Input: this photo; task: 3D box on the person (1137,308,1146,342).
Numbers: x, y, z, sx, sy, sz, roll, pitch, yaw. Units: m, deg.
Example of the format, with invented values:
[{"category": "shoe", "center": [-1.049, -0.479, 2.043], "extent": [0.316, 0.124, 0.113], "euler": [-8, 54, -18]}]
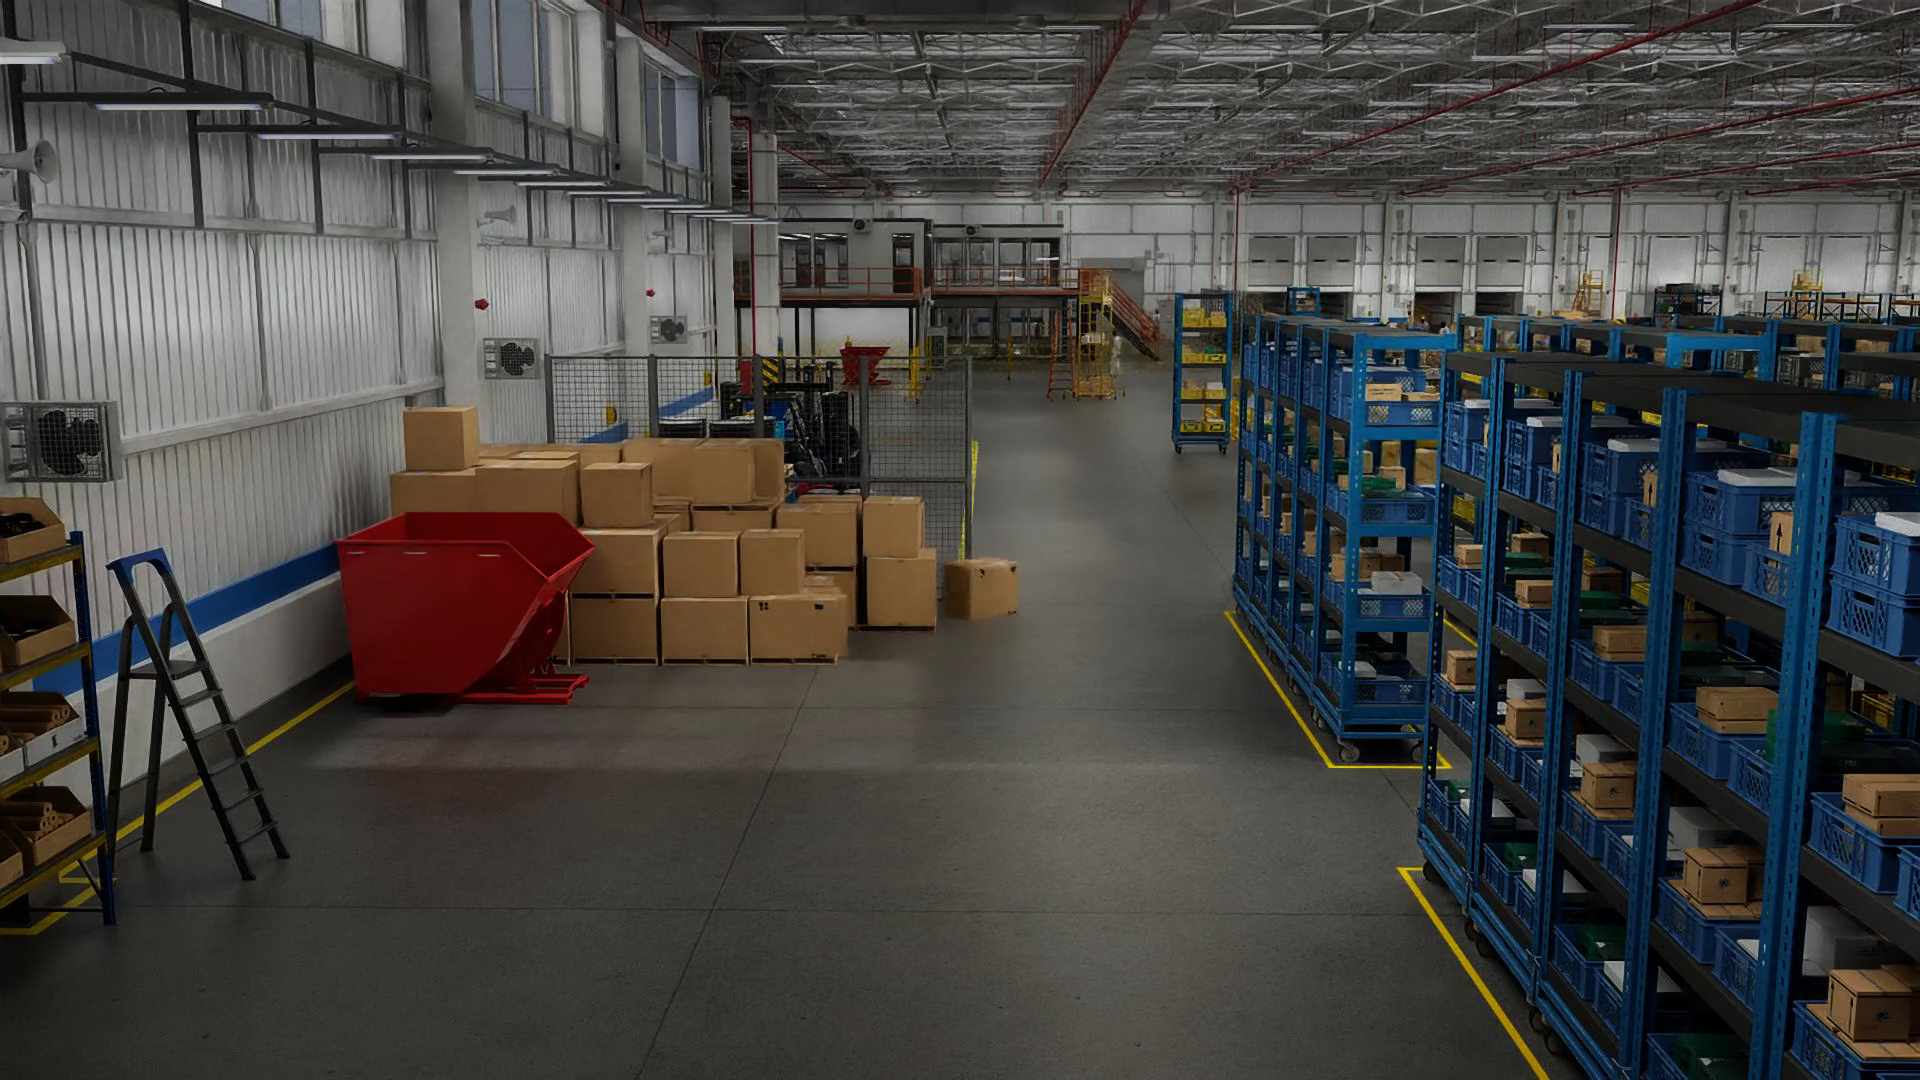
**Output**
[{"category": "person", "center": [10.301, -12.190, 94.551], "extent": [0.438, 1.973, 0.637], "euler": [-6, 11, -33]}]

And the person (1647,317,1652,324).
[{"category": "person", "center": [36.200, -10.871, 87.300], "extent": [0.408, 1.677, 0.544], "euler": [2, 9, 10]}]

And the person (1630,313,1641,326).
[{"category": "person", "center": [34.258, -10.530, 84.328], "extent": [0.833, 1.974, 0.624], "euler": [-6, 11, -33]}]

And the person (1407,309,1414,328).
[{"category": "person", "center": [25.639, -12.207, 94.831], "extent": [0.398, 1.919, 0.586], "euler": [6, 11, 34]}]

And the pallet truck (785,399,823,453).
[{"category": "pallet truck", "center": [-3.814, -2.432, 36.419], "extent": [1.630, 1.274, 0.653], "euler": [0, 9, 1]}]

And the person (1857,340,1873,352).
[{"category": "person", "center": [32.850, -6.599, 60.238], "extent": [0.770, 1.910, 0.585], "euler": [-4, 10, -23]}]

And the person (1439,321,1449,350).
[{"category": "person", "center": [21.745, -8.932, 74.860], "extent": [0.428, 1.842, 0.631], "euler": [-1, 9, -9]}]

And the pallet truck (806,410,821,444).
[{"category": "pallet truck", "center": [-3.559, -2.018, 33.905], "extent": [1.522, 1.261, 0.704], "euler": [0, 9, -1]}]

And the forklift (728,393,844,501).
[{"category": "forklift", "center": [-2.979, -1.316, 26.476], "extent": [2.680, 1.987, 1.157], "euler": [0, 9, 1]}]

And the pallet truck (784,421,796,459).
[{"category": "pallet truck", "center": [-4.013, -1.793, 32.705], "extent": [1.601, 1.201, 0.680], "euler": [0, 9, 1]}]

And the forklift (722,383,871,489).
[{"category": "forklift", "center": [-2.893, -1.687, 28.729], "extent": [2.680, 1.987, 1.157], "euler": [0, 9, -1]}]

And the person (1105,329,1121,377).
[{"category": "person", "center": [5.903, -7.219, 64.221], "extent": [0.749, 1.856, 0.588], "euler": [2, 9, 11]}]

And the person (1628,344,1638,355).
[{"category": "person", "center": [24.240, -6.529, 59.422], "extent": [0.684, 2.000, 0.535], "euler": [8, 12, 40]}]

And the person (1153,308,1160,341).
[{"category": "person", "center": [11.362, -12.442, 96.252], "extent": [0.465, 1.925, 0.543], "euler": [-7, 11, -36]}]

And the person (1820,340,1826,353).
[{"category": "person", "center": [30.526, -6.250, 58.807], "extent": [0.569, 1.675, 0.550], "euler": [3, 10, 20]}]

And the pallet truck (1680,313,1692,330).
[{"category": "pallet truck", "center": [36.315, -10.531, 84.244], "extent": [0.823, 1.965, 1.885], "euler": [-6, 11, -33]}]

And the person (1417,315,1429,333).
[{"category": "person", "center": [22.507, -9.965, 80.964], "extent": [0.589, 1.927, 0.388], "euler": [4, 10, 22]}]

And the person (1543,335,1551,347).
[{"category": "person", "center": [23.495, -7.643, 66.425], "extent": [0.970, 2.008, 0.608], "euler": [-4, 10, -21]}]

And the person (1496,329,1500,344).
[{"category": "person", "center": [23.875, -8.848, 74.387], "extent": [0.515, 1.834, 0.907], "euler": [6, 11, 35]}]

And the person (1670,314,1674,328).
[{"category": "person", "center": [38.702, -11.393, 90.289], "extent": [0.320, 1.763, 0.522], "euler": [5, 10, 28]}]

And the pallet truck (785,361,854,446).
[{"category": "pallet truck", "center": [-3.410, -3.193, 38.978], "extent": [1.885, 1.965, 0.823], "euler": [0, 9, -1]}]

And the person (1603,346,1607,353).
[{"category": "person", "center": [19.325, -4.920, 50.040], "extent": [0.524, 1.856, 0.471], "euler": [-2, 9, -11]}]

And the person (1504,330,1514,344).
[{"category": "person", "center": [27.132, -10.131, 82.098], "extent": [0.978, 1.902, 0.642], "euler": [1, 9, 7]}]

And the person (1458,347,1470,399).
[{"category": "person", "center": [15.907, -5.194, 52.119], "extent": [0.820, 1.735, 0.517], "euler": [-4, 10, -24]}]

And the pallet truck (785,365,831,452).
[{"category": "pallet truck", "center": [-3.774, -2.976, 37.635], "extent": [1.885, 1.965, 0.823], "euler": [1, 9, 5]}]
